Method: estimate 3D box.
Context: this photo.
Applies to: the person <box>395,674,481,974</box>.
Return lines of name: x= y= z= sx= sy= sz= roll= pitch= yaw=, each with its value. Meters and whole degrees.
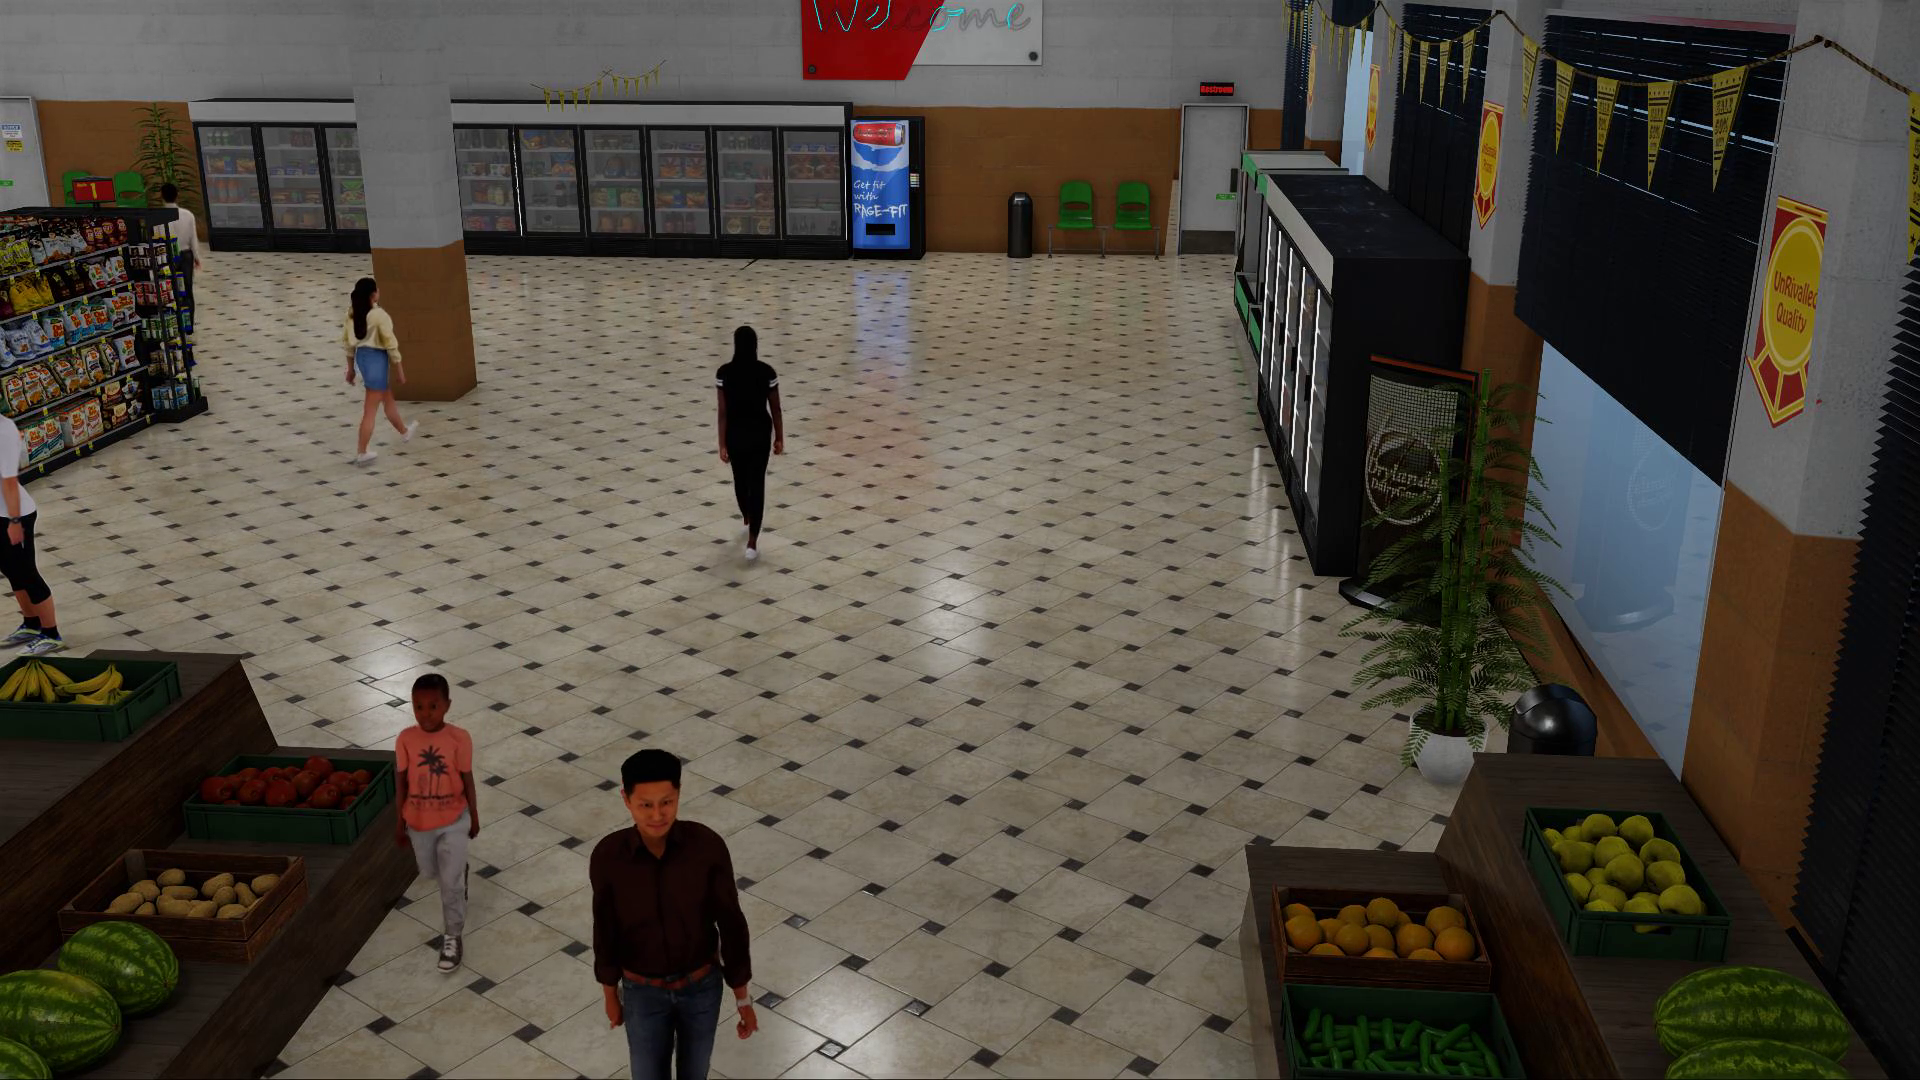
person: x=-2.273 y=1.179 z=7.277 sx=0.517 sy=1.290 sz=0.872 roll=0 pitch=19 yaw=0

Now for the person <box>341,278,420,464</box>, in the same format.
person: x=-5.210 y=-1.454 z=14.636 sx=0.886 sy=1.577 sz=1.195 roll=7 pitch=20 yaw=21

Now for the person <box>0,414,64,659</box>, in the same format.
person: x=-5.973 y=-0.184 z=10.447 sx=0.731 sy=1.848 sz=0.749 roll=15 pitch=24 yaw=38

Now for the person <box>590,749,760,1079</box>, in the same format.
person: x=-0.985 y=1.479 z=5.657 sx=0.829 sy=1.755 sz=0.958 roll=-6 pitch=19 yaw=-16

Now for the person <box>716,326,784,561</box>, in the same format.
person: x=-1.537 y=-0.673 z=12.162 sx=0.782 sy=1.677 sz=1.228 roll=-2 pitch=19 yaw=-6

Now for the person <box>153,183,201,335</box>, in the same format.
person: x=-9.316 y=-3.321 z=19.824 sx=0.940 sy=1.800 sz=1.020 roll=-12 pitch=22 yaw=-32
